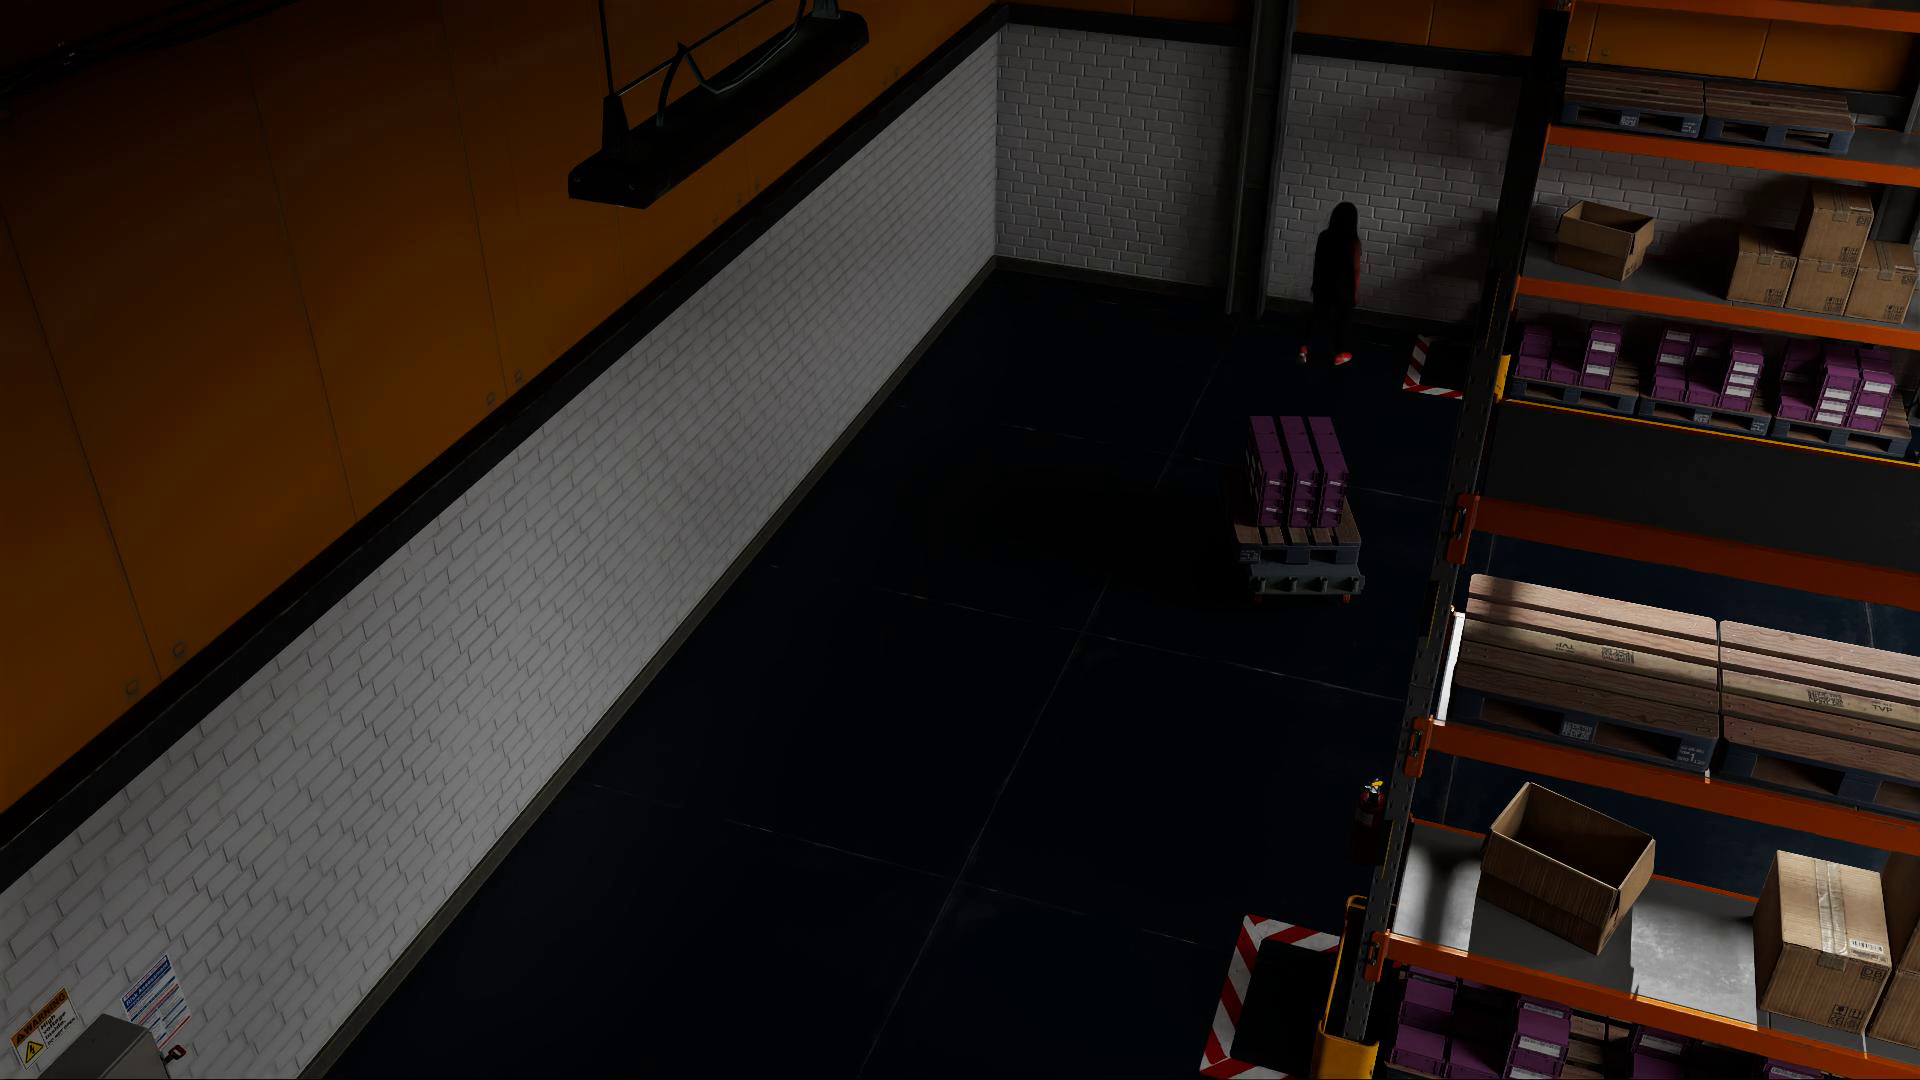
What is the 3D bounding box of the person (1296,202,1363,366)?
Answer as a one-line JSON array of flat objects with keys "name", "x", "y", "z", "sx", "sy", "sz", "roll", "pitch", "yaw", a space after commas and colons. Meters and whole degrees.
[{"name": "person", "x": 3.746, "y": -2.525, "z": 16.753, "sx": 1.049, "sy": 1.800, "sz": 0.977, "roll": 27, "pitch": 42, "yaw": 34}]
